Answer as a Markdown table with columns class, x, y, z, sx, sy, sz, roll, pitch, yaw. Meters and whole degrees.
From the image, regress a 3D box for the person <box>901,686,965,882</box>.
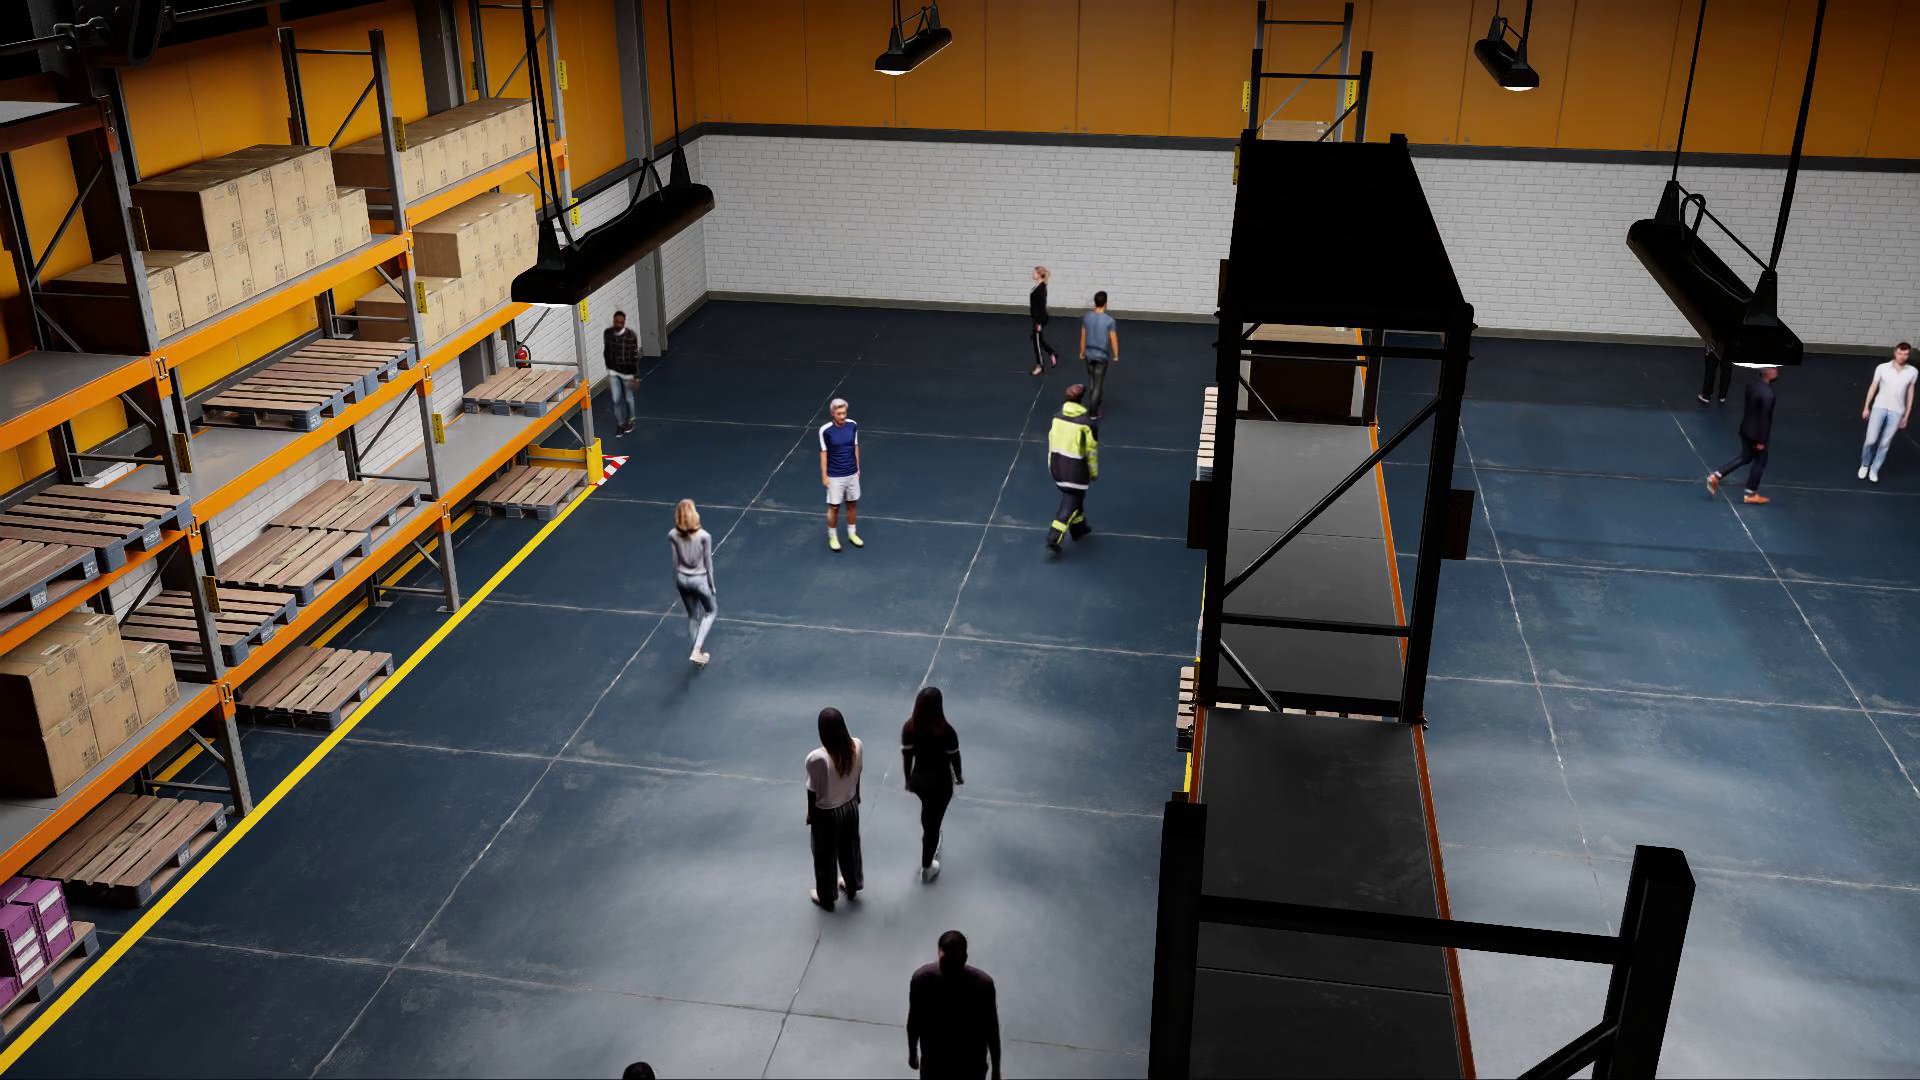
| class | x | y | z | sx | sy | sz | roll | pitch | yaw |
| --- | --- | --- | --- | --- | --- | --- | --- | --- | --- |
| person | -0.251 | 1.948 | 13.095 | 0.678 | 1.617 | 0.859 | 8 | 25 | 19 |

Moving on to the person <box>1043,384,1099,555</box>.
| class | x | y | z | sx | sy | sz | roll | pitch | yaw |
| --- | --- | --- | --- | --- | --- | --- | --- | --- | --- |
| person | 1.226 | -0.781 | 18.928 | 1.172 | 1.946 | 1.354 | 20 | 30 | 38 |

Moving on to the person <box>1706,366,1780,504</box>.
| class | x | y | z | sx | sy | sz | roll | pitch | yaw |
| --- | --- | --- | --- | --- | --- | --- | --- | --- | --- |
| person | 9.612 | -1.296 | 20.291 | 0.863 | 1.799 | 0.987 | 1 | 24 | 2 |

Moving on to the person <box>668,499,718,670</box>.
| class | x | y | z | sx | sy | sz | roll | pitch | yaw |
| --- | --- | --- | --- | --- | --- | --- | --- | --- | --- |
| person | -2.628 | 0.476 | 16.253 | 0.642 | 1.785 | 0.701 | 6 | 24 | 14 |

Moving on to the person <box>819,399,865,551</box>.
| class | x | y | z | sx | sy | sz | roll | pitch | yaw |
| --- | --- | --- | --- | --- | --- | --- | --- | --- | --- |
| person | -1.368 | -0.780 | 19.070 | 0.730 | 1.831 | 0.780 | -14 | 27 | -29 |

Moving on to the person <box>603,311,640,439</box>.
| class | x | y | z | sx | sy | sz | roll | pitch | yaw |
| --- | --- | --- | --- | --- | --- | --- | --- | --- | --- |
| person | -4.590 | -2.283 | 22.584 | 0.724 | 1.771 | 0.822 | 6 | 24 | 13 |

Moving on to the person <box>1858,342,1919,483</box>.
| class | x | y | z | sx | sy | sz | roll | pitch | yaw |
| --- | --- | --- | --- | --- | --- | --- | --- | --- | --- |
| person | 11.719 | -1.641 | 21.031 | 0.715 | 1.838 | 0.698 | 10 | 25 | 21 |

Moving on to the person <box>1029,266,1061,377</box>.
| class | x | y | z | sx | sy | sz | roll | pitch | yaw |
| --- | --- | --- | --- | --- | --- | --- | --- | --- | --- |
| person | 1.284 | -3.275 | 24.947 | 0.721 | 1.695 | 0.677 | 1 | 24 | 3 |

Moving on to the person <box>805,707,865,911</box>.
| class | x | y | z | sx | sy | sz | roll | pitch | yaw |
| --- | --- | --- | --- | --- | --- | --- | --- | --- | --- |
| person | -0.963 | 2.049 | 12.788 | 0.771 | 1.679 | 0.851 | -19 | 30 | -37 |

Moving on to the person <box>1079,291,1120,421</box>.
| class | x | y | z | sx | sy | sz | roll | pitch | yaw |
| --- | --- | --- | --- | --- | --- | --- | --- | --- | --- |
| person | 1.877 | -2.544 | 23.158 | 0.849 | 1.789 | 1.007 | 12 | 27 | 26 |

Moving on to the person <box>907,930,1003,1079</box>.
| class | x | y | z | sx | sy | sz | roll | pitch | yaw |
| --- | --- | --- | --- | --- | --- | --- | --- | --- | --- |
| person | -0.024 | 3.132 | 10.164 | 0.813 | 1.796 | 1.179 | 1 | 24 | 3 |
